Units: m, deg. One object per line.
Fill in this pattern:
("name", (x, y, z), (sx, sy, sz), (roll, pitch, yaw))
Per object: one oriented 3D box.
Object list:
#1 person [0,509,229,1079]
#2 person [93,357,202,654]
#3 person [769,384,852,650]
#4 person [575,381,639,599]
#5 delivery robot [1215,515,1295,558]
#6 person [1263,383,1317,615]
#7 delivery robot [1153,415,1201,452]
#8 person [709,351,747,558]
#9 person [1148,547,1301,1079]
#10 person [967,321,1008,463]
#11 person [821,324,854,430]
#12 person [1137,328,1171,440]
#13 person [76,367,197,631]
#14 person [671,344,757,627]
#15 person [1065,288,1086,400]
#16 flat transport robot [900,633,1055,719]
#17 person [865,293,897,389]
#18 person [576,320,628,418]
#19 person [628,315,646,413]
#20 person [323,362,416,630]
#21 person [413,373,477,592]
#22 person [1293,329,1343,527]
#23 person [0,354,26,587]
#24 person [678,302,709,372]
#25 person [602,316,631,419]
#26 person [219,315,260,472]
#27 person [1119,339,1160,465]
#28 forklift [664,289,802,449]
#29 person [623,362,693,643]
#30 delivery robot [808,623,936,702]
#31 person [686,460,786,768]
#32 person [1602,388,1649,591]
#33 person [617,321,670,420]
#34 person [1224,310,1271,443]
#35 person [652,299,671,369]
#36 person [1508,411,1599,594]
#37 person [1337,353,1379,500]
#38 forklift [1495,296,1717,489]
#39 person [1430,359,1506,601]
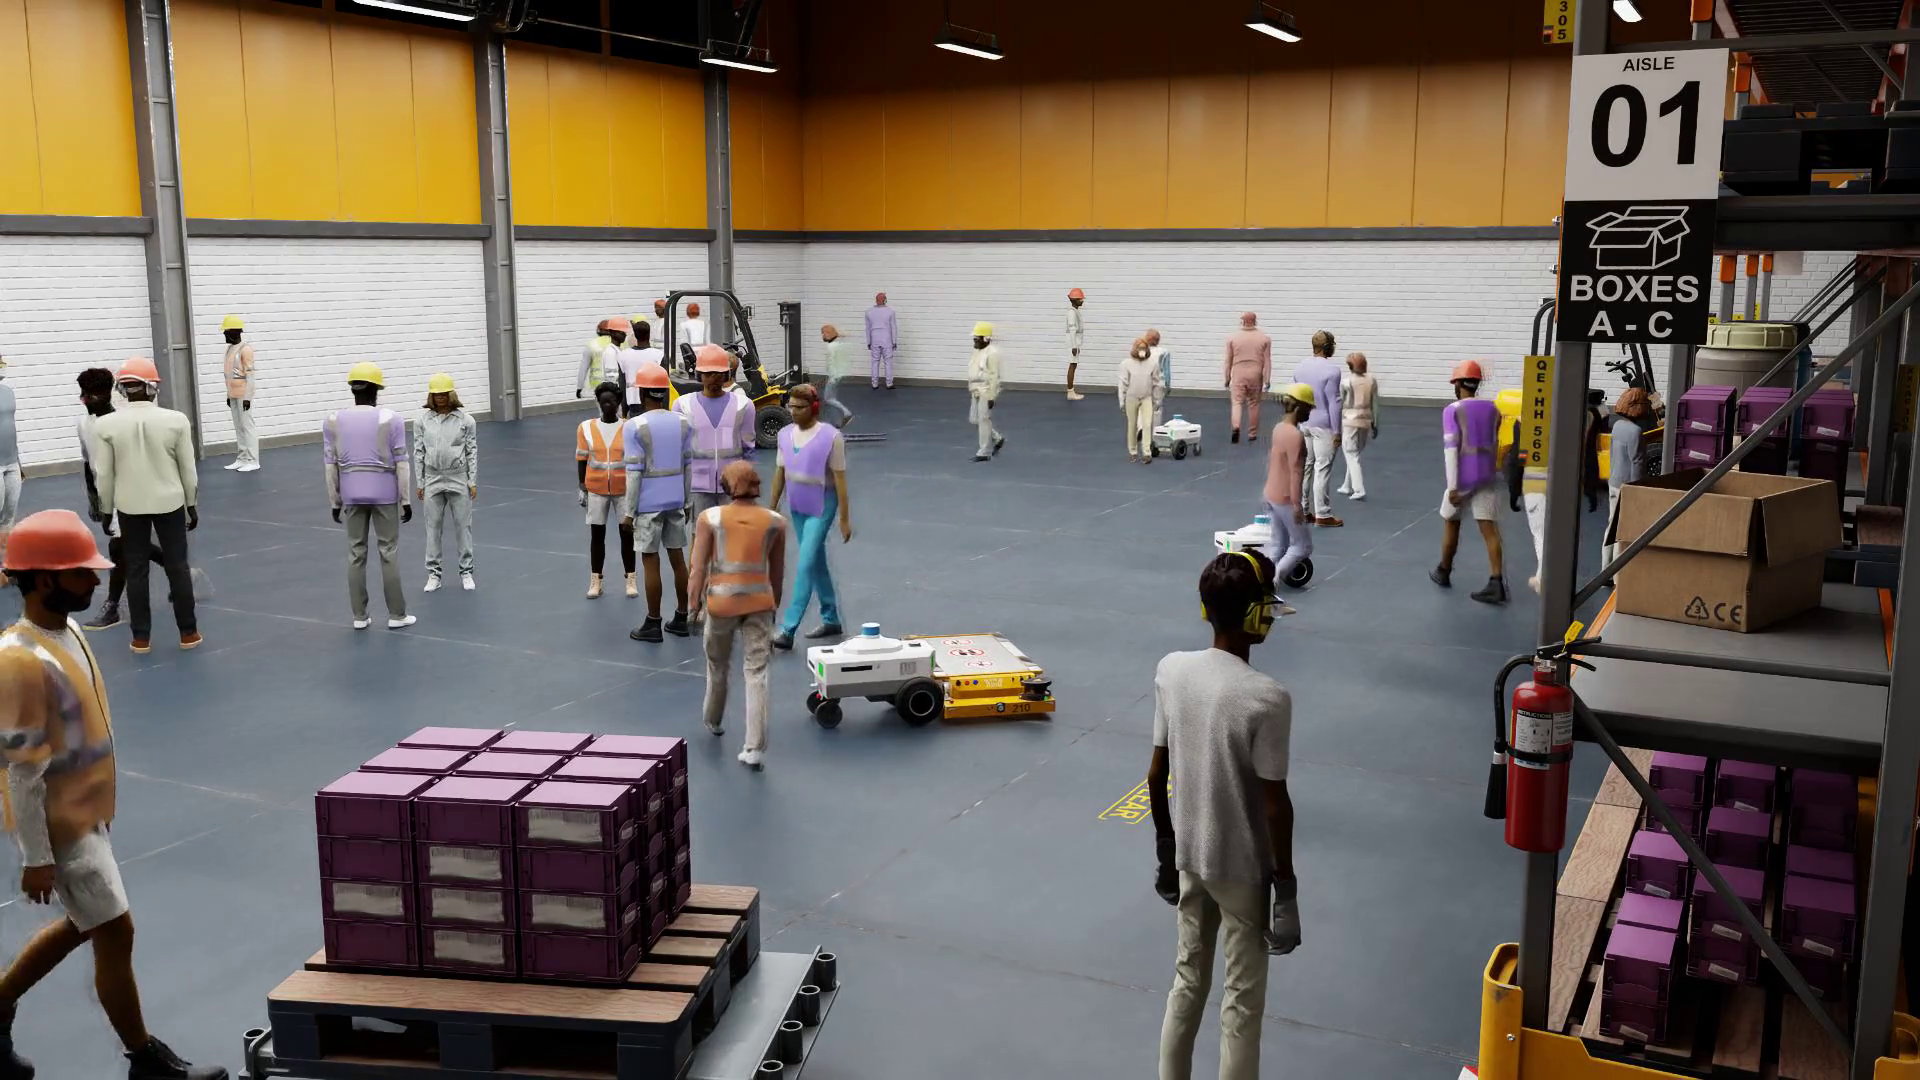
("person", (-2.819, 0.849, 5.197), (0.834, 1.913, 0.557), (-2, 10, -14))
("person", (-5.460, -0.230, 11.209), (0.610, 1.989, 0.392), (-4, 11, -23))
("person", (-1.110, -0.157, 11.335), (0.605, 1.792, 0.931), (9, 13, 41))
("person", (-2.720, -0.388, 12.963), (0.535, 1.700, 0.318), (-1, 10, -7))
("delivery robot", (2.439, 0.042, 13.513), (0.707, 0.478, 0.477), (-2, 10, -10))
("person", (2.423, -0.286, 12.249), (0.402, 1.731, 0.578), (-1, 10, -4))
("delivery robot", (2.858, -1.404, 21.884), (0.477, 0.478, 0.707), (9, 13, 41))
("person", (-1.998, -0.716, 14.440), (0.350, 1.847, 0.506), (-5, 11, -28))
("person", (0.766, 0.946, 4.757), (0.315, 1.866, 0.534), (-8, 12, -38))
("person", (0.347, -1.887, 21.280), (0.507, 1.818, 0.613), (-4, 11, -22))
("person", (-1.880, -2.443, 25.092), (0.416, 1.618, 0.519), (0, 10, -1))
("person", (2.730, -2.191, 23.610), (0.535, 1.628, 0.533), (3, 10, 16))
("person", (-6.075, -0.351, 12.218), (0.637, 1.902, 1.048), (4, 11, 22))
("person", (-1.763, -0.388, 11.978), (0.610, 2.041, 0.381), (-2, 10, -14))
("person", (2.122, -3.587, 30.493), (0.377, 2.044, 0.608), (1, 10, 6))
("flat transport robot", (0.072, 0.801, 10.210), (0.652, 0.197, 1.431), (-2, 10, -13))
("person", (-1.537, -3.921, 32.821), (0.640, 1.909, 0.409), (2, 10, 14))
("person", (-4.821, -2.065, 22.463), (0.702, 1.782, 0.929), (-8, 13, -40))
("person", (-4.821, -2.506, 25.044), (0.316, 1.765, 0.523), (-7, 12, -34))
("person", (-4.205, -0.307, 11.870), (0.585, 1.916, 0.388), (0, 10, -1))
("person", (-4.085, -0.456, 13.235), (0.487, 1.744, 0.294), (-2, 10, -13))
("person", (3.530, -1.095, 16.365), (0.371, 1.941, 0.627), (-6, 11, -29))
("person", (-7.799, -0.593, 13.458), (0.367, 1.939, 0.634), (0, 10, 0))
("person", (-4.446, -3.023, 27.725), (0.599, 1.865, 0.423), (-7, 12, -36))
("person", (-4.110, -1.720, 19.993), (0.376, 1.934, 0.547), (-1, 10, -3))
("person", (-8.897, -1.808, 20.525), (0.587, 1.928, 0.363), (9, 13, 42))
("person", (2.286, -1.749, 21.125), (0.525, 1.585, 0.858), (0, 10, -1))
("forklift", (-3.358, -2.392, 23.136), (2.313, 2.155, 1.214), (-1, 10, -5))
("person", (-2.103, -0.258, 11.522), (0.357, 1.938, 0.542), (9, 14, 43))
("delivery robot", (-0.512, 0.722, 9.575), (0.707, 0.478, 0.477), (-3, 10, -16))
("person", (-1.209, 0.369, 8.892), (0.566, 1.598, 0.775), (-3, 10, -17))
("person", (5.285, -0.390, 13.168), (0.285, 1.633, 0.497), (0, 10, 0))
("person", (-3.593, -1.532, 18.945), (0.590, 1.922, 0.391), (1, 10, 7))
("person", (4.085, -2.320, 23.622), (0.663, 1.885, 0.805), (2, 10, 11))
("person", (-5.153, -3.226, 28.856), (0.354, 1.885, 0.573), (-9, 13, -41))
("person", (4.533, -0.390, 12.726), (0.645, 1.792, 0.976), (0, 10, 1))
("person", (4.325, -1.250, 18.244), (0.533, 1.603, 0.778), (-3, 10, -19))
("forklift", (7.296, -1.677, 18.993), (2.313, 2.155, 1.214), (5, 11, 27))
("person", (4.009, -0.468, 13.024), (0.547, 1.863, 1.033), (-3, 10, -15))
